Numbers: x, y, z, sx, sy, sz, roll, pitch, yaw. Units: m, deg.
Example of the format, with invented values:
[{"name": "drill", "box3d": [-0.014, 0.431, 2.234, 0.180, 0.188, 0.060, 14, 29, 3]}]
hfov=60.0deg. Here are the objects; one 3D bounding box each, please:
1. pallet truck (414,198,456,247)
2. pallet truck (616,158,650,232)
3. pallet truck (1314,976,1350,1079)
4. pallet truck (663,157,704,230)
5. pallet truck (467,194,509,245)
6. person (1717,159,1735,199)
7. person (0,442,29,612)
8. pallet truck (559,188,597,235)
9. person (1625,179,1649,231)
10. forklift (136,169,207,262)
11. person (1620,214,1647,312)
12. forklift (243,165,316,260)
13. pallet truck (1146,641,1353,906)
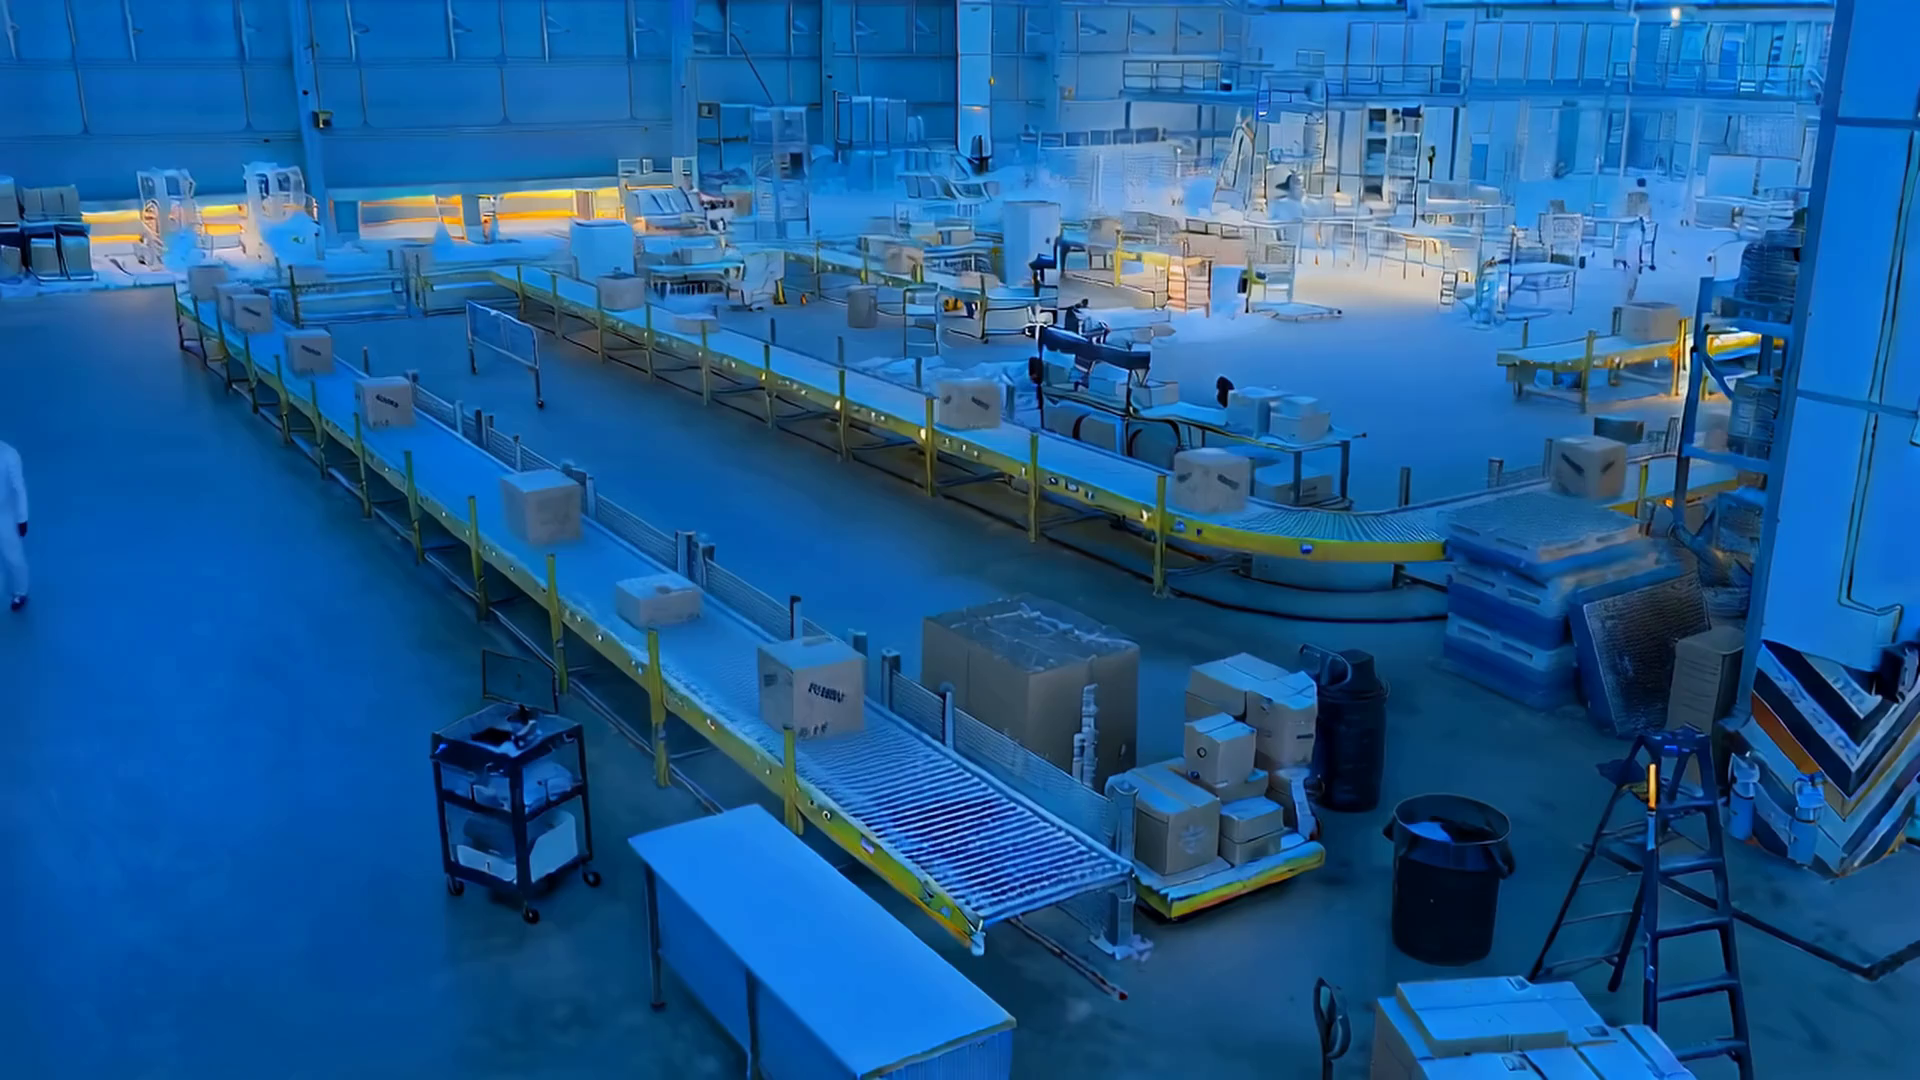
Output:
[{"name": "pallet truck", "box3d": [-13.250, -8.060, 41.856, 0.680, 1.201, 1.601, -10, 20, -31]}, {"name": "pallet truck", "box3d": [-8.918, -9.176, 44.255, 0.823, 1.965, 1.885, -9, 19, -27]}, {"name": "pallet truck", "box3d": [2.299, 2.390, 7.086, 1.601, 1.201, 0.680, -2, 17, -7]}, {"name": "pallet truck", "box3d": [-7.586, -9.308, 44.692, 0.823, 1.965, 1.885, -11, 20, -33]}, {"name": "pallet truck", "box3d": [-11.983, -8.177, 42.137, 0.704, 1.261, 1.522, -11, 20, -33]}, {"name": "person", "box3d": [21.019, -9.559, 45.814, 0.580, 1.825, 1.025, -8, 18, -24]}, {"name": "person", "box3d": [-8.526, -0.182, 14.552, 0.673, 1.855, 0.960, -3, 17, -10]}, {"name": "pallet truck", "box3d": [-10.010, -8.652, 43.699, 0.653, 1.274, 1.630, -10, 20, -31]}, {"name": "person", "box3d": [16.369, -7.841, 40.218, 0.555, 1.745, 0.551, 1, 17, 3]}, {"name": "forklift", "box3d": [-17.842, -7.318, 37.559, 1.157, 1.987, 2.680, -10, 20, -31]}, {"name": "person", "box3d": [12.618, -5.163, 31.127, 0.314, 1.868, 0.526, -2, 17, -7]}, {"name": "forklift", "box3d": [-15.898, -7.669, 38.708, 1.157, 1.987, 2.680, -11, 20, -33]}, {"name": "pallet truck", "box3d": [1.664, 1.407, 10.232, 1.630, 1.274, 0.653, -10, 20, -31]}]
